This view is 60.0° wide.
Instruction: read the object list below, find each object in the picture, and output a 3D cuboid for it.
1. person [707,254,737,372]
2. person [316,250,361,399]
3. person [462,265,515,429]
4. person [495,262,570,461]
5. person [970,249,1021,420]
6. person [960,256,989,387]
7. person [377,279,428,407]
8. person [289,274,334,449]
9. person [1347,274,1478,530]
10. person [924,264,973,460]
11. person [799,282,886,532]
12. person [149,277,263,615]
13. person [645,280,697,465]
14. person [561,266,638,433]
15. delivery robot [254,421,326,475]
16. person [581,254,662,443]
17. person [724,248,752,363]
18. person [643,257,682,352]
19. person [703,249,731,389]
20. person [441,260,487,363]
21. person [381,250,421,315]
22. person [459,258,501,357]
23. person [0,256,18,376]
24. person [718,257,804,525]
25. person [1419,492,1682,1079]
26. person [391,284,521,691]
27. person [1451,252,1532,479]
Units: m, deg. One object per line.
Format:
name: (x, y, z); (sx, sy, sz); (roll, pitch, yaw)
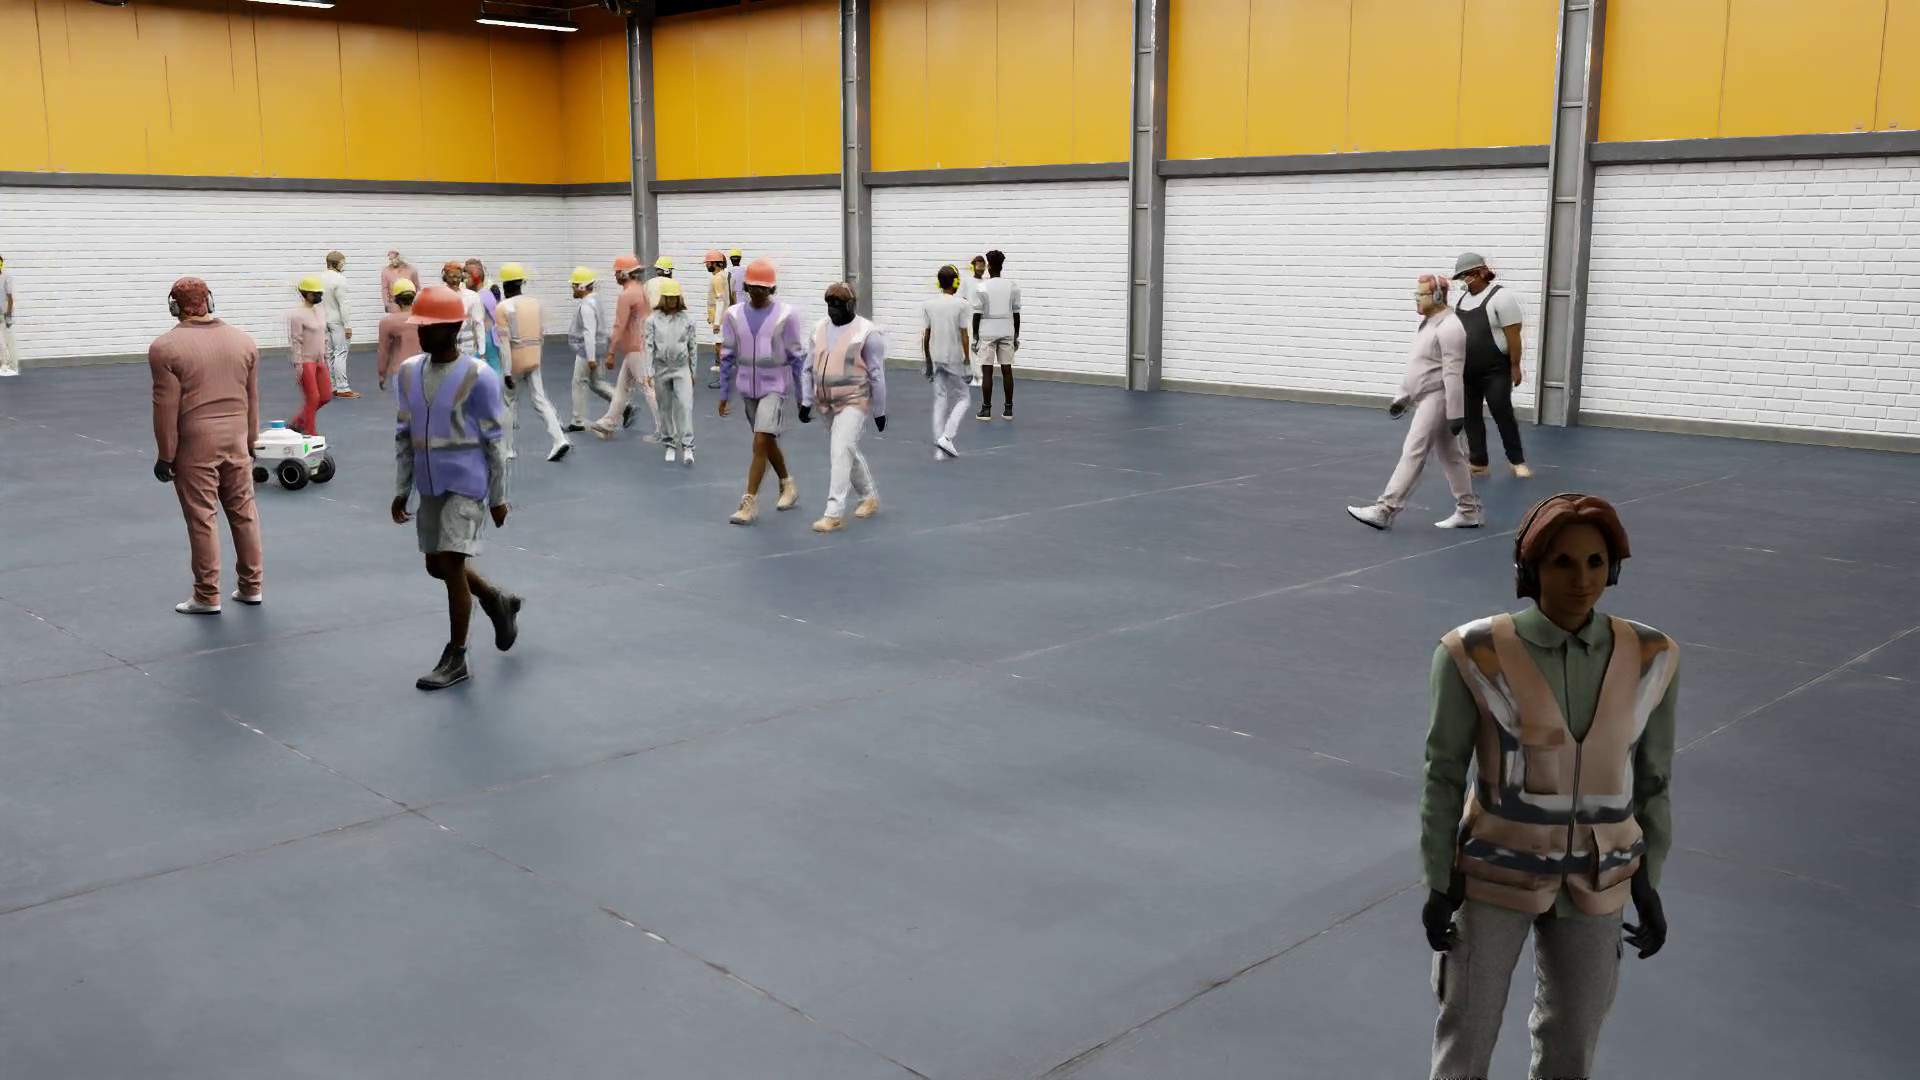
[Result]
person: (-3.735, -3.564, 26.110); (0.514, 1.844, 0.328); (-9, 14, -41)
person: (-8.147, -2.800, 21.709); (0.635, 1.931, 0.351); (8, 13, 38)
person: (-5.324, -2.089, 18.168); (0.902, 1.801, 0.583); (-2, 11, -11)
person: (-4.092, -1.677, 15.729); (0.932, 1.889, 0.597); (7, 13, 35)
person: (0.412, -2.367, 19.251); (0.607, 1.966, 0.367); (-3, 11, -17)
person: (0.305, -3.053, 23.346); (0.559, 1.833, 0.886); (-6, 12, -28)
person: (-5.076, -1.523, 15.296); (0.537, 1.731, 0.822); (-6, 12, -31)
person: (-6.514, -1.782, 16.657); (0.510, 1.744, 0.566); (2, 11, 13)
person: (3.332, -0.981, 12.019); (1.013, 1.849, 0.649); (1, 10, 5)
person: (-0.098, -1.675, 15.800); (0.565, 1.848, 0.376); (6, 12, 30)
person: (-0.835, -1.002, 12.294); (0.610, 1.797, 0.922); (8, 13, 36)
person: (-4.273, -0.529, 9.416); (0.400, 1.901, 0.643); (7, 12, 32)
person: (-2.680, -1.547, 15.469); (0.485, 1.706, 0.871); (-2, 11, -9)
person: (-3.935, -2.044, 17.936); (0.757, 1.811, 0.603); (0, 10, -1)
delivery robot: (-5.791, -0.772, 14.153); (0.707, 0.478, 0.477); (2, 10, 9)
person: (-3.435, -1.966, 17.136); (1.055, 1.930, 0.645); (1, 10, 7)
person: (-3.729, -3.917, 27.842); (0.585, 1.918, 0.379); (-3, 11, -17)
person: (-4.179, -3.087, 23.553); (0.591, 1.829, 0.404); (4, 11, 23)
person: (-3.393, -3.081, 23.225); (0.379, 1.937, 0.548); (0, 10, -2)
person: (-5.252, -1.975, 17.379); (0.599, 1.860, 0.704); (-5, 11, -24)
person: (-10.052, -4.289, 30.032); (0.731, 1.867, 0.475); (-4, 11, -19)
person: (-6.193, -2.677, 21.295); (0.626, 1.842, 0.429); (1, 10, 8)
person: (-14.536, -3.397, 25.167); (0.562, 1.854, 0.452); (5, 11, 24)
person: (-1.483, -1.143, 12.596); (0.638, 1.978, 1.035); (4, 11, 20)
person: (1.176, 0.710, 3.362); (0.514, 1.641, 0.315); (0, 10, -2)
person: (-2.405, -0.280, 8.040); (0.546, 1.915, 0.773); (5, 12, 25)
person: (4.667, -1.568, 14.695); (0.721, 2.000, 0.753); (-6, 12, -28)
